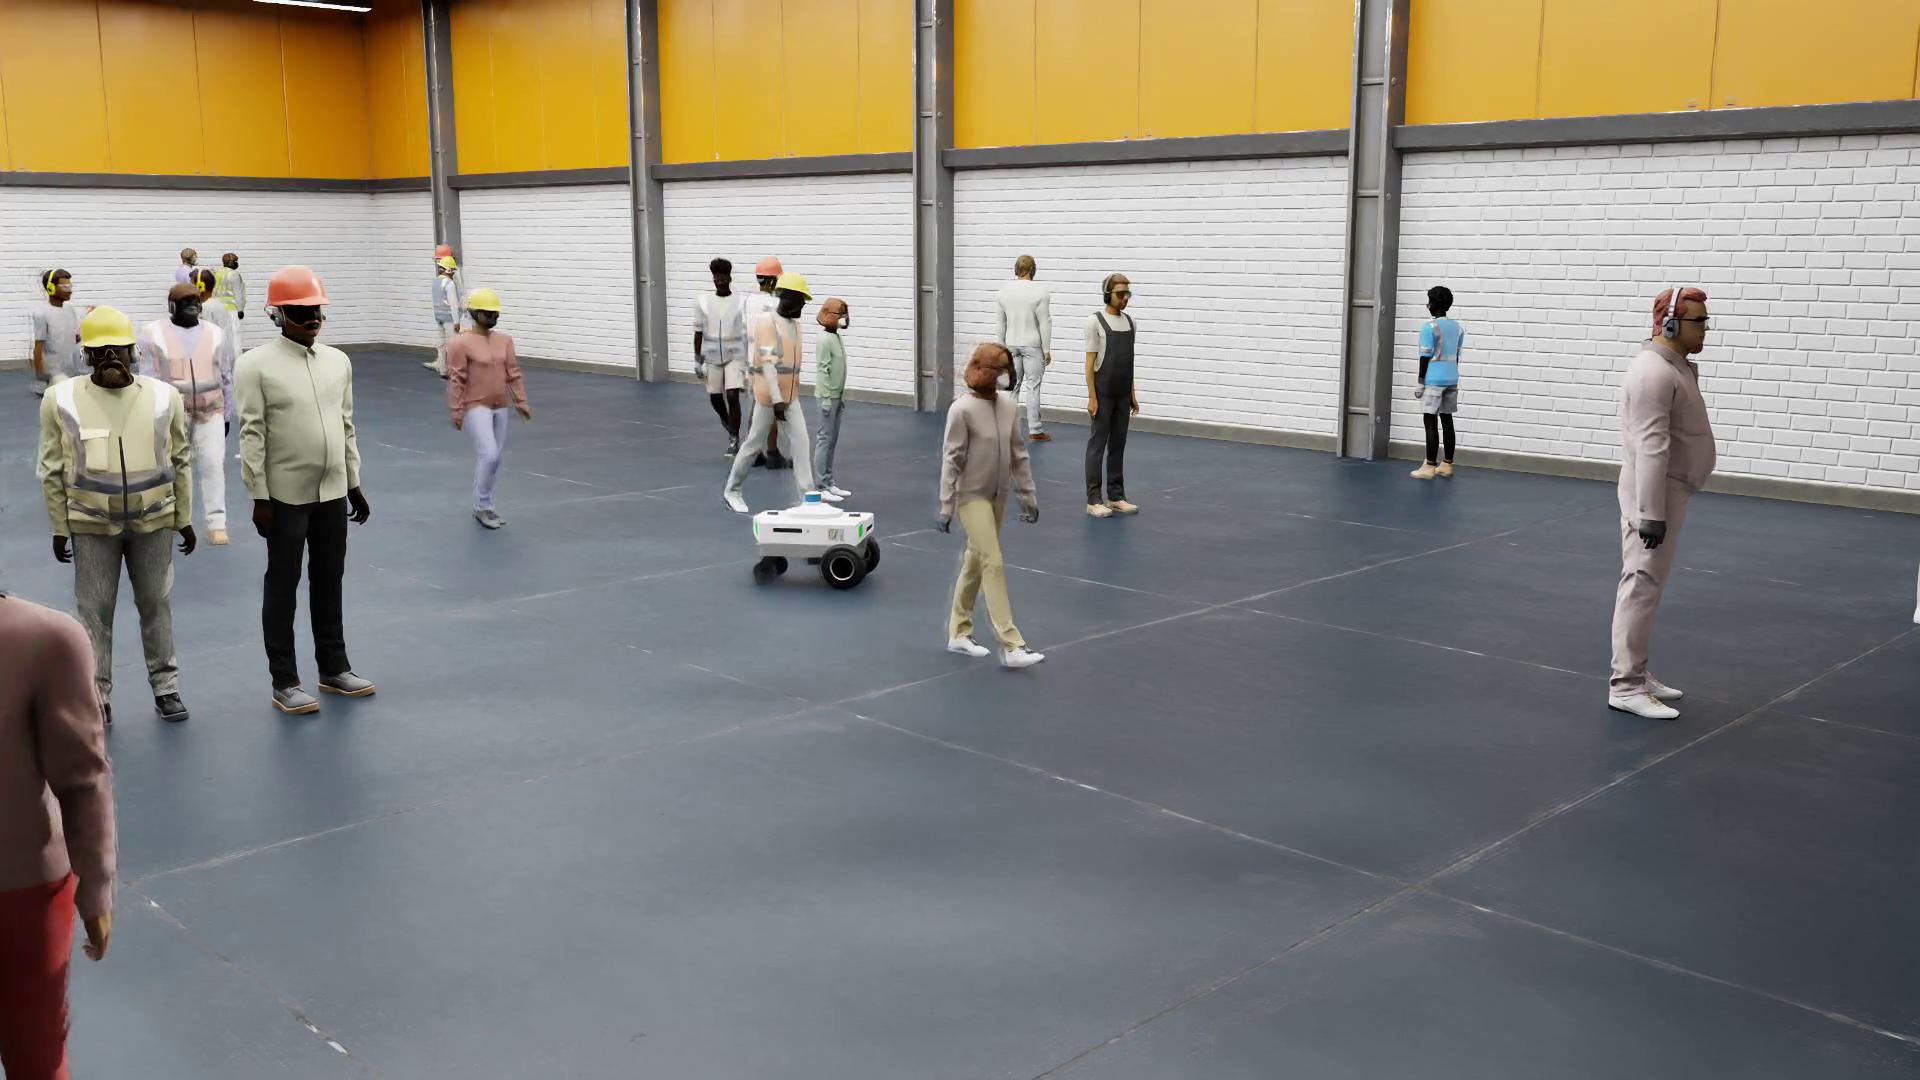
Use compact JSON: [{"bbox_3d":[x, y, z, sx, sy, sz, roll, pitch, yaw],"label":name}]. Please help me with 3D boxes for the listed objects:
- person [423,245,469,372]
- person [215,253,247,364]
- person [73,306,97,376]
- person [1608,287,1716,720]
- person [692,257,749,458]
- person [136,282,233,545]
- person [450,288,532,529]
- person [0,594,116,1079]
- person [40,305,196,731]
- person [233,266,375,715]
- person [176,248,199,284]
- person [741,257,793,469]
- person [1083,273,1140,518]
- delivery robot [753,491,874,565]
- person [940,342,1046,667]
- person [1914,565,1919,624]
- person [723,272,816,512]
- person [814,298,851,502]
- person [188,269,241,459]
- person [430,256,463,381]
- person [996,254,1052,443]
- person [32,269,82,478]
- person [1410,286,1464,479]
[{"bbox_3d":[-7.851,-3.584,25.863,0.988,1.990,0.618,-2,11,-13],"label":"person"},{"bbox_3d":[-11.984,-3.800,27.409,0.624,1.844,0.430,8,13,37],"label":"person"},{"bbox_3d":[-6.429,-0.958,12.594,0.824,1.597,0.520,2,11,13],"label":"person"},{"bbox_3d":[3.146,-0.171,7.442,0.402,1.906,0.652,5,12,26],"label":"person"},{"bbox_3d":[-2.284,-1.800,16.281,0.622,1.932,0.811,1,10,4],"label":"person"},{"bbox_3d":[-5.415,-0.896,11.646,0.617,1.819,0.824,-7,13,-35],"label":"person"},{"bbox_3d":[-3.414,-0.954,12.143,0.530,1.747,0.527,7,12,32],"label":"person"},{"bbox_3d":[-1.910,0.686,3.173,0.555,1.745,0.554,-3,11,-18],"label":"person"},{"bbox_3d":[-3.632,-0.093,7.213,0.586,1.835,0.404,-7,12,-33],"label":"person"},{"bbox_3d":[-2.952,-0.231,7.526,0.379,1.996,0.611,6,12,29],"label":"person"},{"bbox_3d":[-11.869,-3.529,25.666,0.354,1.937,0.635,-9,13,-39],"label":"person"},{"bbox_3d":[-1.753,-1.621,15.268,0.550,1.935,0.376,10,15,44],"label":"person"},{"bbox_3d":[1.161,-1.101,12.681,0.509,1.846,0.341,-9,14,-40],"label":"person"},{"bbox_3d":[-0.903,-0.055,10.243,0.707,0.478,0.477,2,10,9],"label":"delivery robot"},{"bbox_3d":[0.213,-0.169,8.234,0.776,1.597,0.526,8,13,38],"label":"person"},{"bbox_3d":[5.470,-0.445,9.036,0.512,1.872,0.328,-8,13,-37],"label":"person"},{"bbox_3d":[-1.418,-1.109,12.707,1.002,1.856,0.620,6,12,30],"label":"person"},{"bbox_3d":[-1.029,-1.135,13.445,0.282,1.631,0.503,2,11,10],"label":"person"},{"bbox_3d":[-7.129,-1.660,15.814,0.998,1.819,0.555,-1,10,-6],"label":"person"},{"bbox_3d":[-7.460,-3.217,24.284,0.588,1.823,0.403,10,14,43],"label":"person"},{"bbox_3d":[0.671,-1.972,17.180,0.628,1.940,0.373,6,12,30],"label":"person"},{"bbox_3d":[-7.712,-1.425,14.485,0.863,1.839,0.537,0,10,-1],"label":"person"},{"bbox_3d":[4.202,-1.380,14.629,0.534,1.691,0.318,-8,13,-39],"label":"person"}]
